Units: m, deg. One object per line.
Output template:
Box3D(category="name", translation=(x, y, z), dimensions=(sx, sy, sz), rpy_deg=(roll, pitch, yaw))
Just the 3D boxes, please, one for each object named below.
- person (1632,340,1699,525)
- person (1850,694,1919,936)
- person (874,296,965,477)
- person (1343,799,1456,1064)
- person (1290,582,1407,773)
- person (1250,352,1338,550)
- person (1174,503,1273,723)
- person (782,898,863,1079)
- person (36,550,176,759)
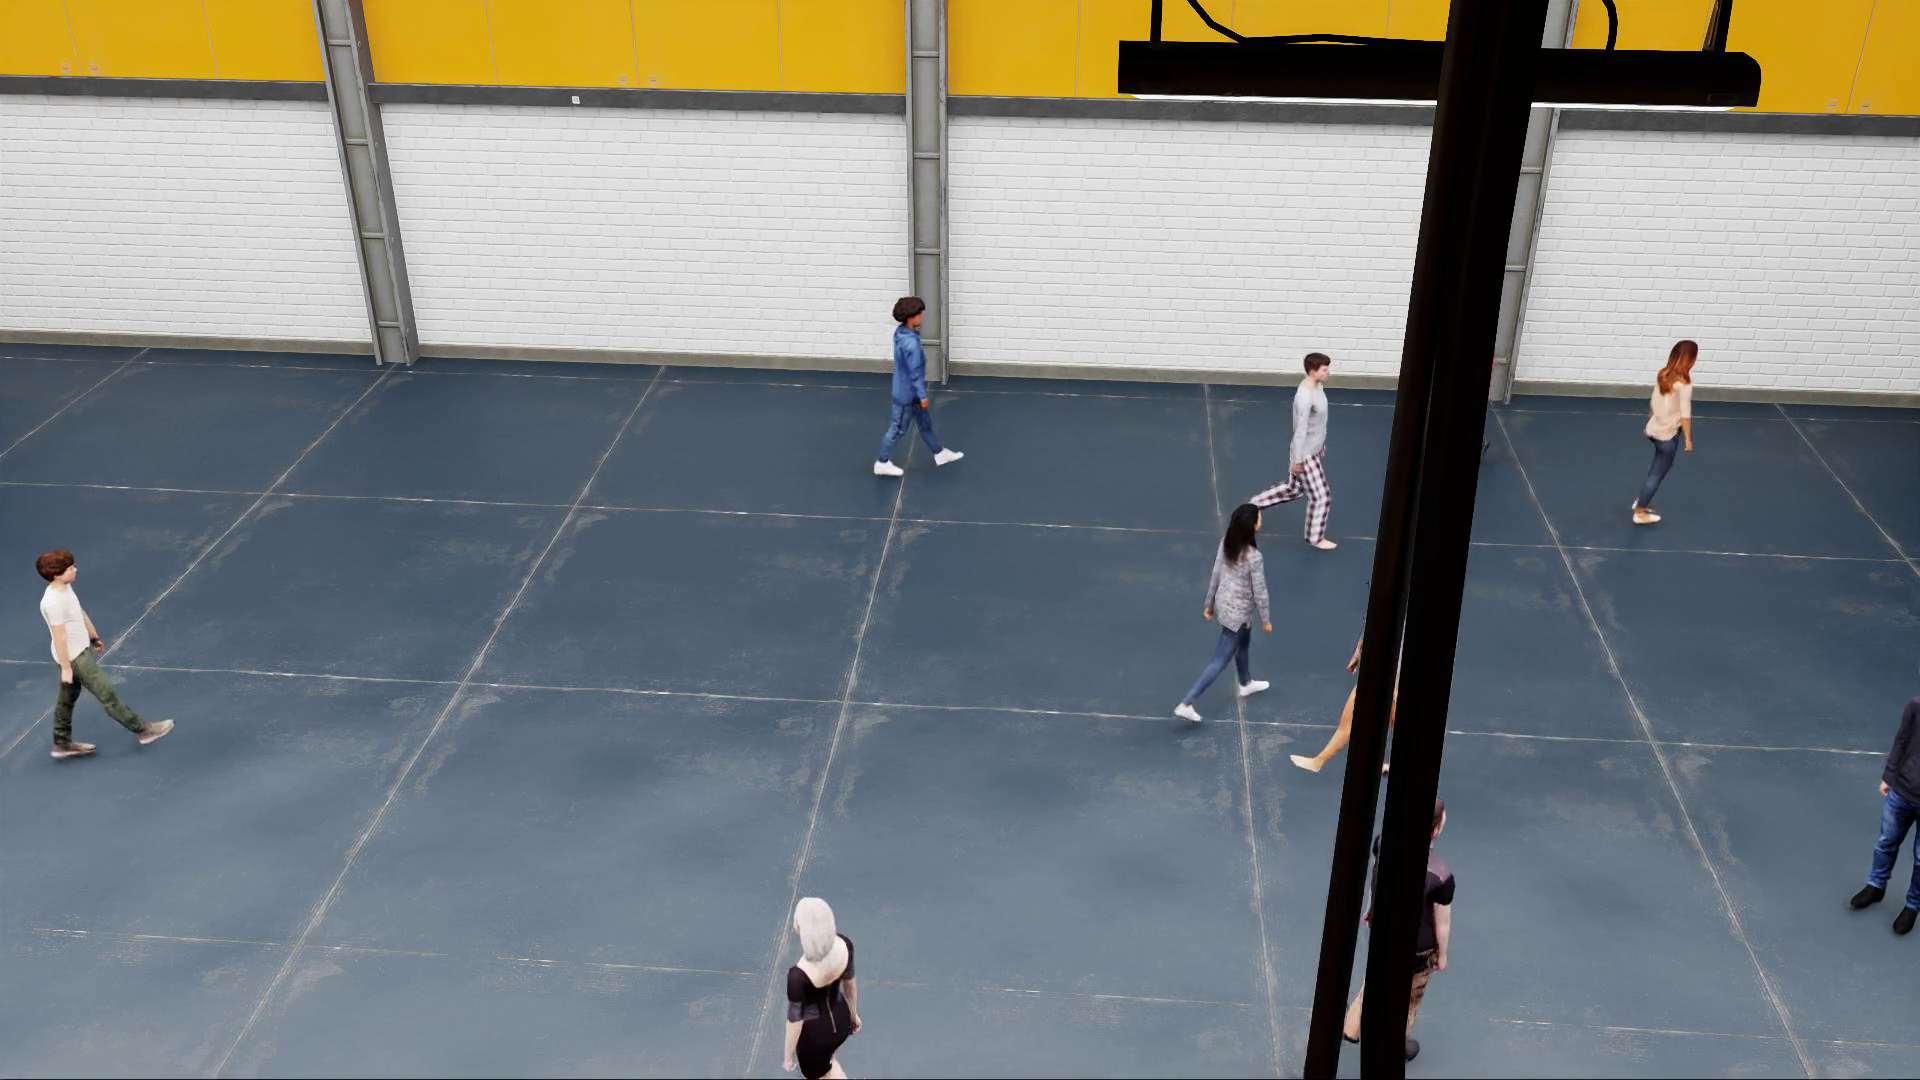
Box3D(category="person", translation=(6.209, -0.935, 14.830), dimensions=(0.643, 1.782, 0.651), rpy_deg=(-3, 29, -6))
Box3D(category="person", translation=(5.918, 1.541, 10.179), dimensions=(0.800, 1.889, 0.753), rpy_deg=(-21, 35, -33))
Box3D(category="person", translation=(-0.559, -1.410, 15.719), dimensions=(1.159, 1.764, 0.795), rpy_deg=(-3, 29, -5))
Box3D(category="person", translation=(2.353, 2.180, 9.071), dimensions=(0.905, 1.827, 0.852), rpy_deg=(-18, 33, -29))
Box3D(category="person", translation=(2.987, 0.938, 11.498), dimensions=(1.106, 1.683, 0.639), rpy_deg=(0, 29, 0))
Box3D(category="person", translation=(2.942, -0.794, 14.536), dimensions=(1.138, 1.815, 0.792), rpy_deg=(9, 30, 16))
Box3D(category="person", translation=(1.941, 0.564, 12.174), dimensions=(1.247, 1.694, 1.003), rpy_deg=(-12, 31, -21))
Box3D(category="person", translation=(-0.617, 2.553, 8.395), dimensions=(0.828, 1.821, 0.772), rpy_deg=(22, 35, 34))
Box3D(category="person", translation=(-6.336, 0.847, 11.731), dimensions=(1.155, 1.620, 0.911), rpy_deg=(-11, 30, -19))
